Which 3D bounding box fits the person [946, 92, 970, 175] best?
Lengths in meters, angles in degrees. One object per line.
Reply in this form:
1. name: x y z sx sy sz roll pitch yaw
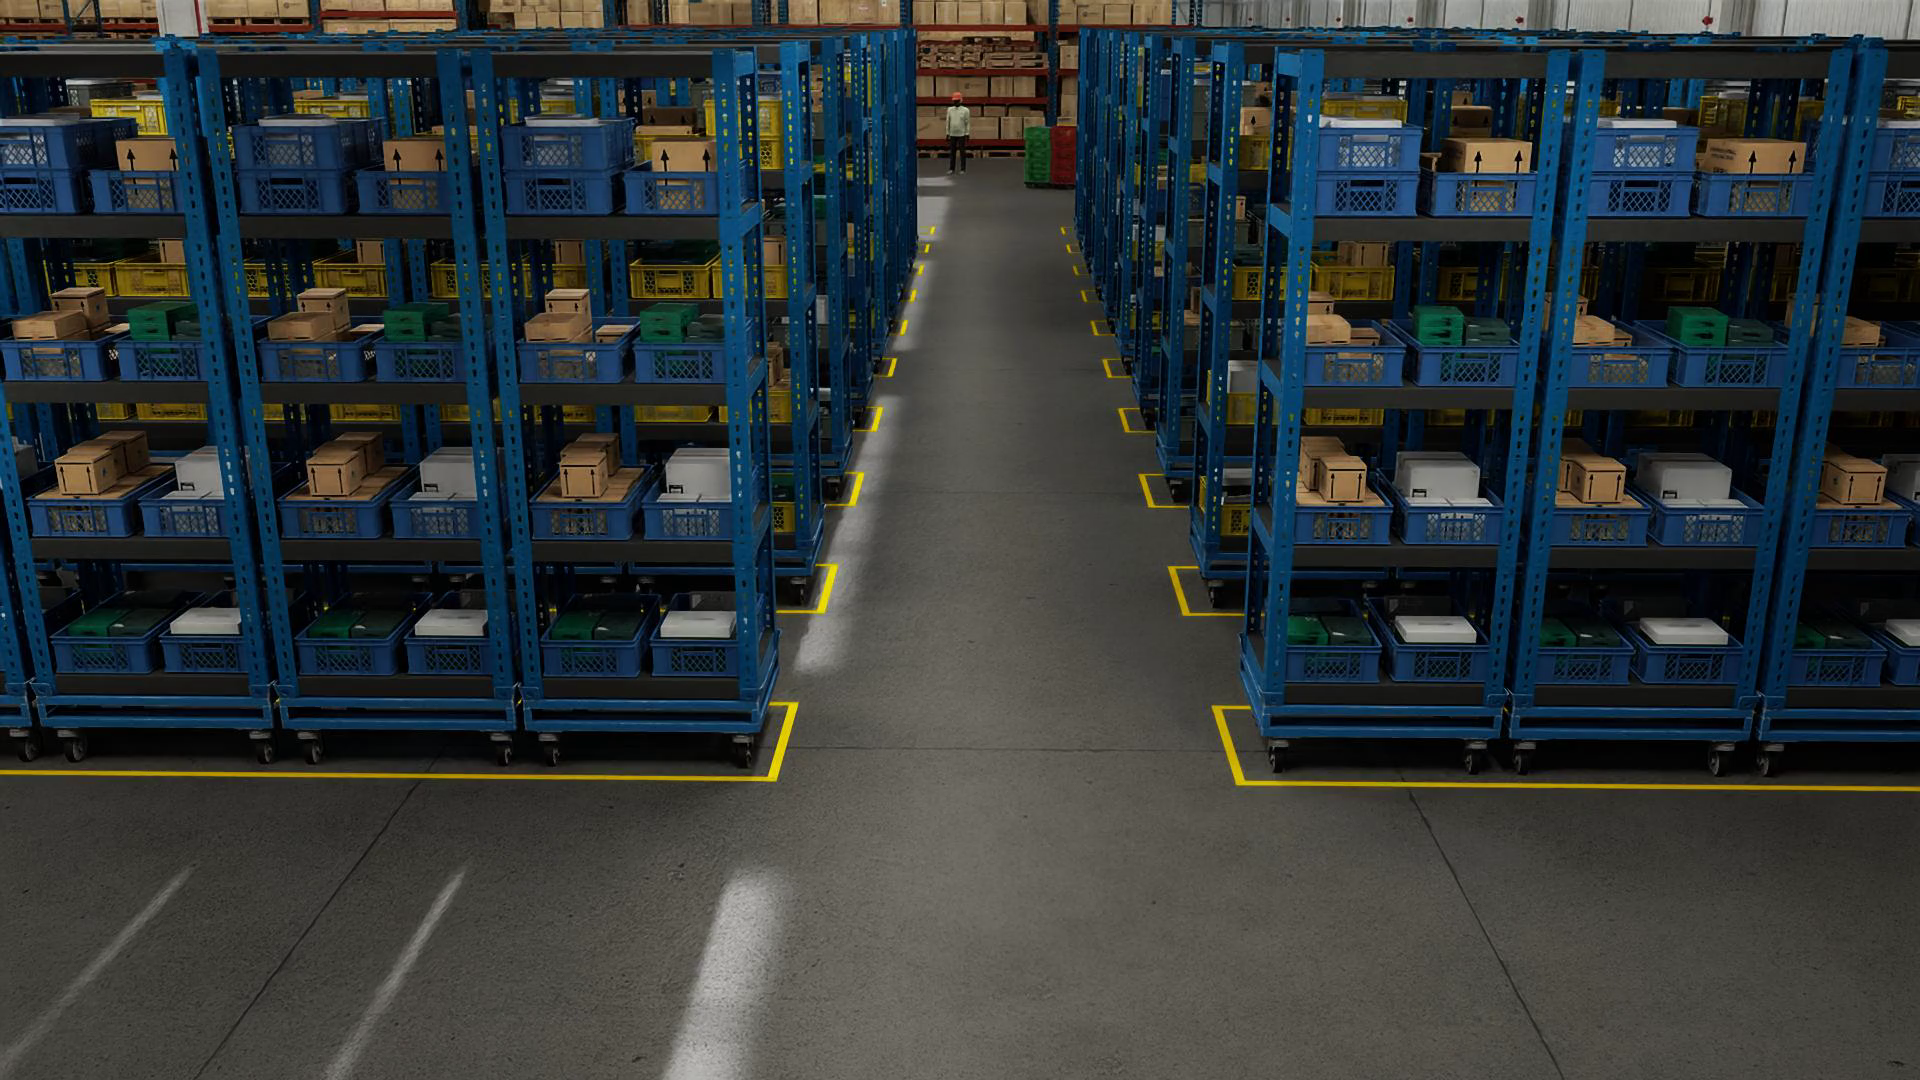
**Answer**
1. person: -0.064 -9.997 40.953 0.624 1.992 0.390 6 18 19
